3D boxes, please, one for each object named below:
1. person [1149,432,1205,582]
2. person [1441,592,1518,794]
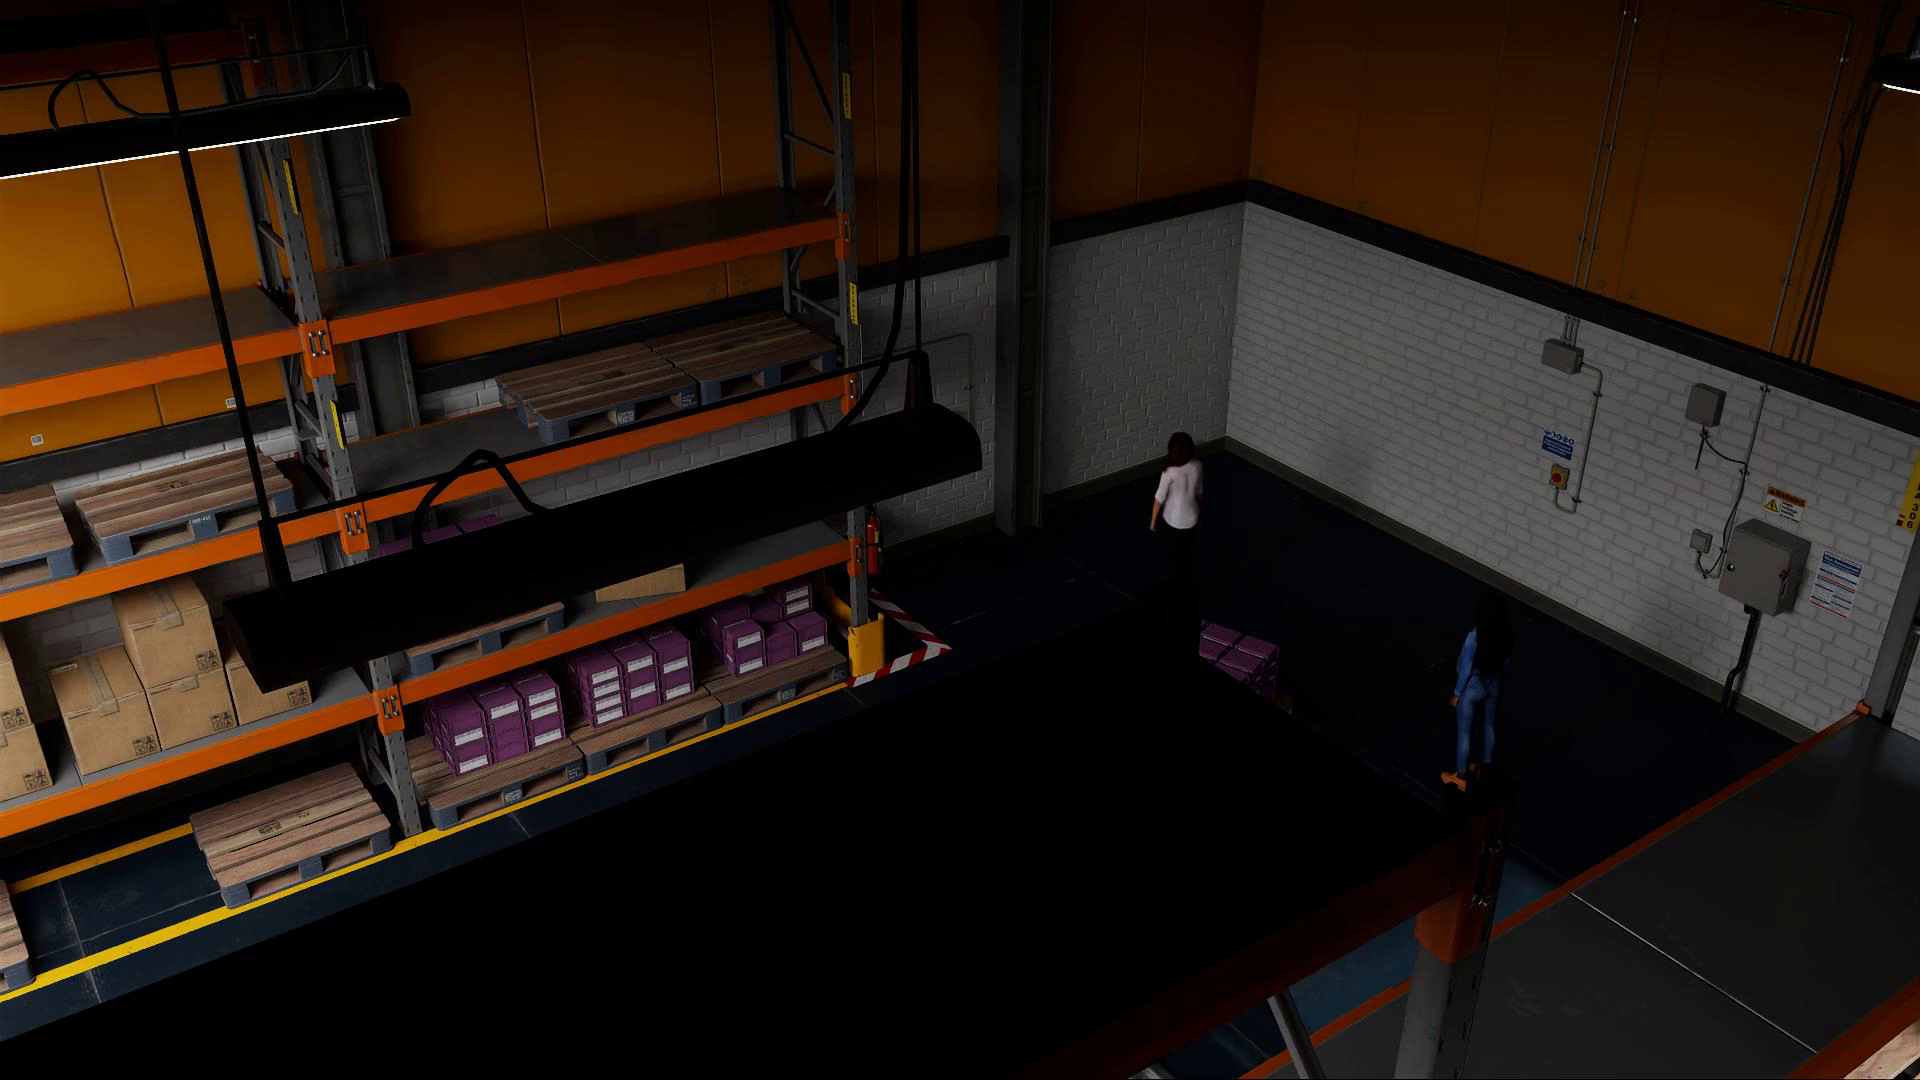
[{"bbox_3d":[2.031,-0.117,14.985,0.542,1.783,0.726,-12,31,-21],"label":"person"},{"bbox_3d":[3.988,1.162,12.714,0.554,1.713,0.718,-9,30,-15],"label":"person"}]
